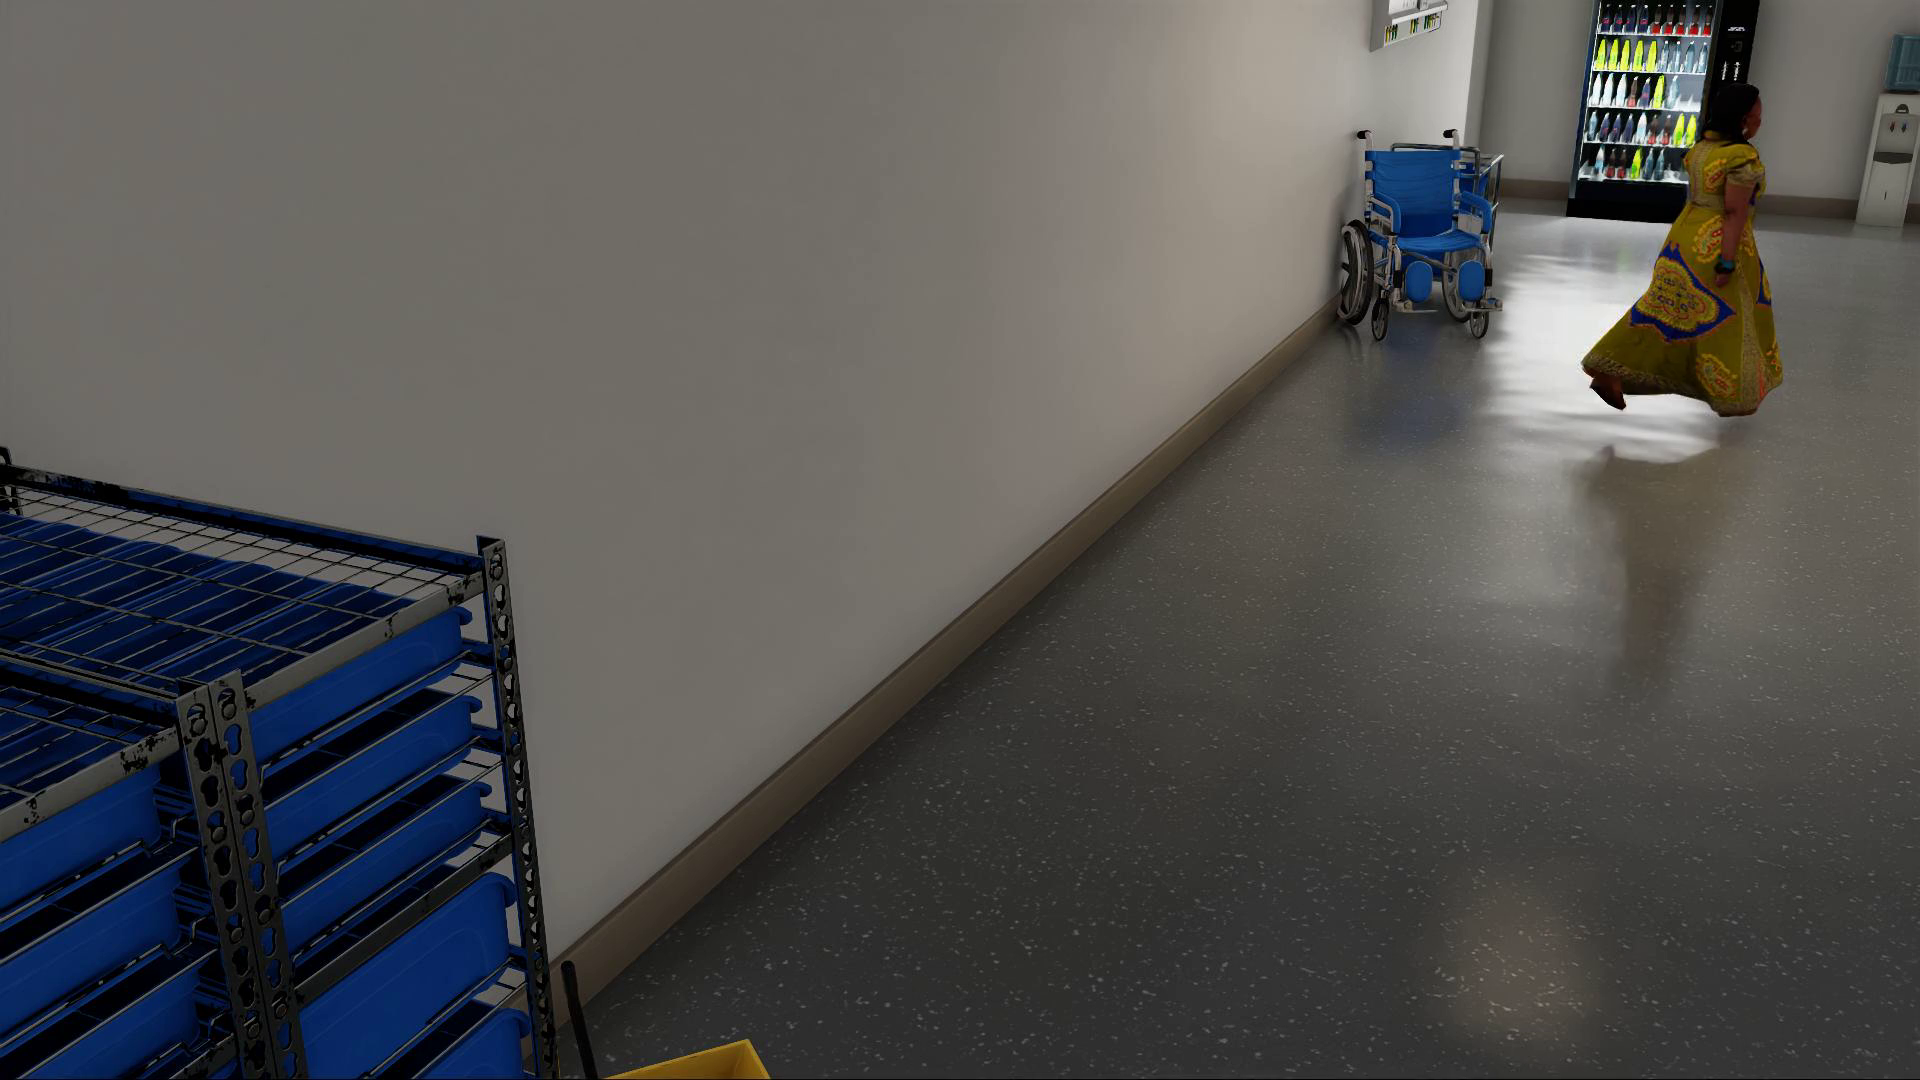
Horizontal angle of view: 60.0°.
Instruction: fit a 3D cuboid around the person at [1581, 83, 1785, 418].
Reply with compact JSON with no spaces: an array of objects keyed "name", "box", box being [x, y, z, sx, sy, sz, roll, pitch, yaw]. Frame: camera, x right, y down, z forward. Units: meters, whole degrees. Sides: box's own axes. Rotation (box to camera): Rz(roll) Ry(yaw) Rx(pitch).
[{"name":"person","box":[3.563,-1.361,8.101,1.417,1.626,1.254,-4,21,-11]}]
